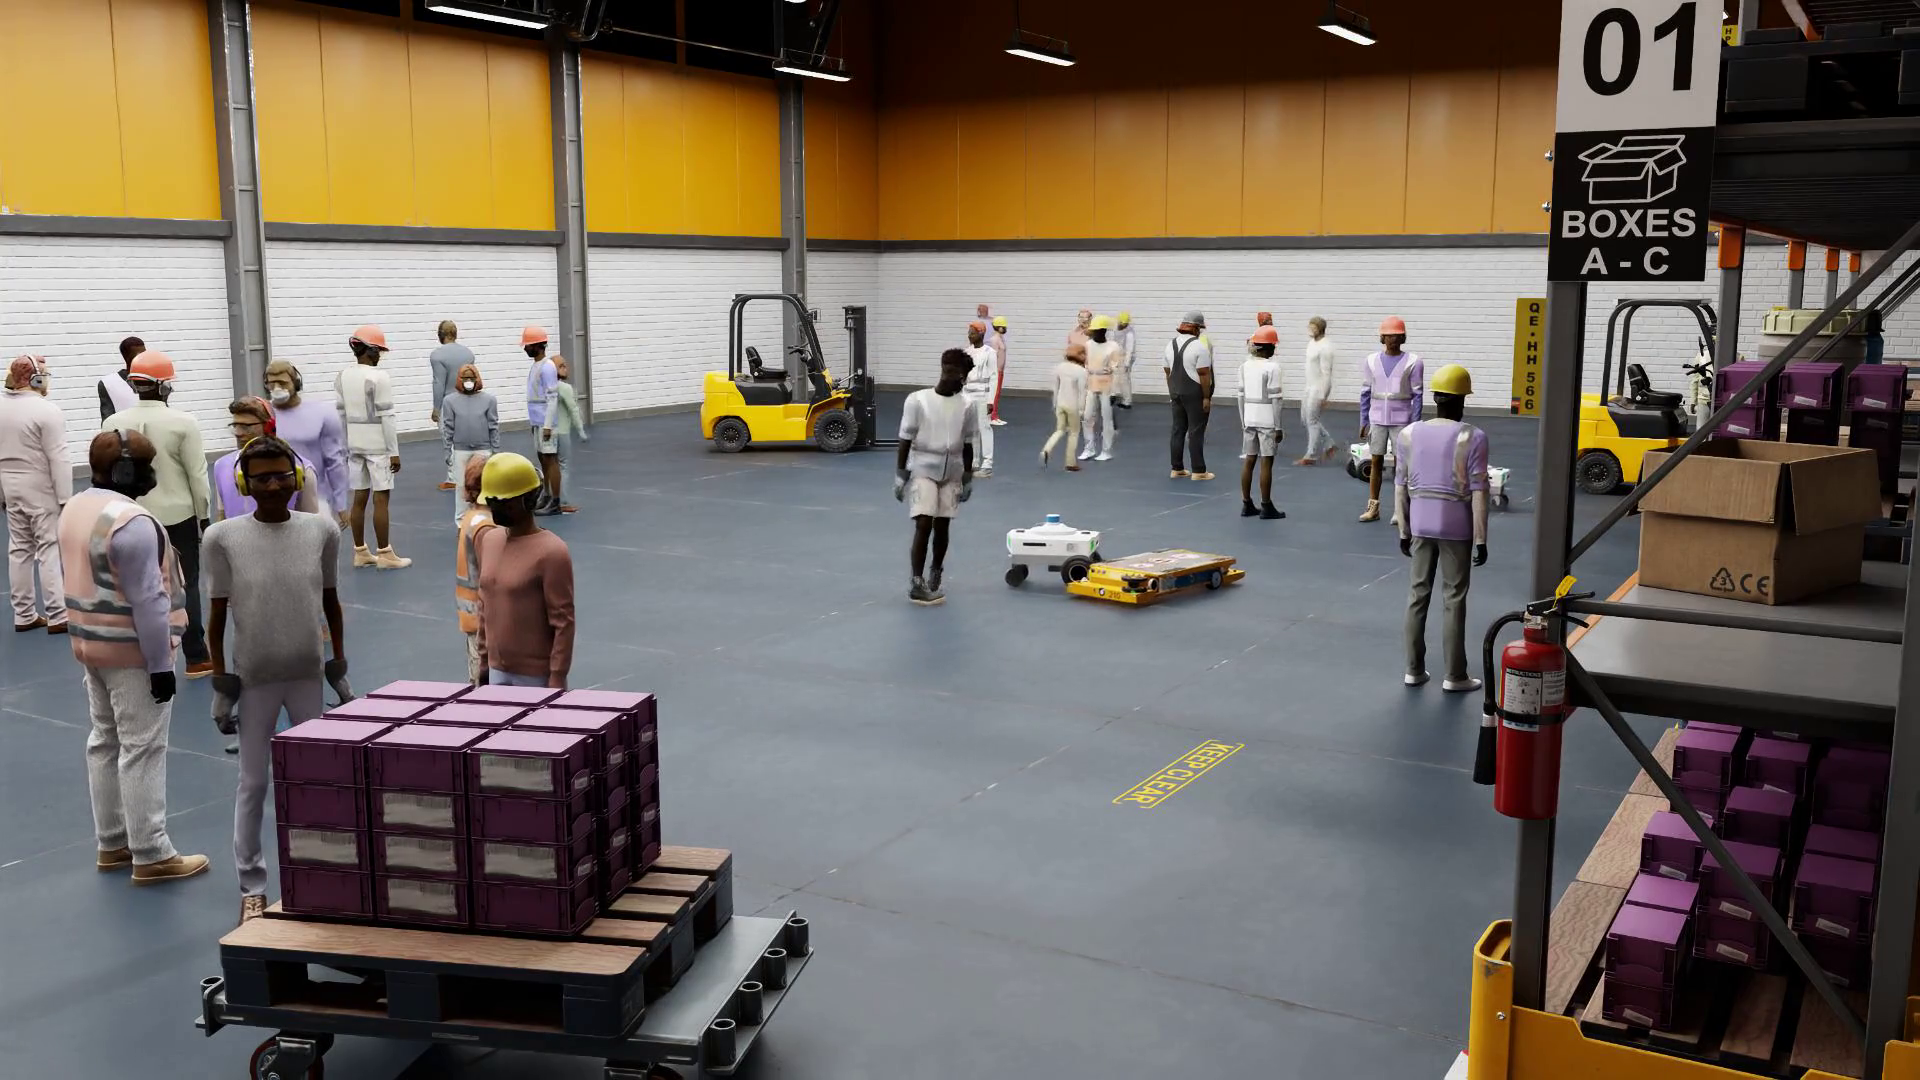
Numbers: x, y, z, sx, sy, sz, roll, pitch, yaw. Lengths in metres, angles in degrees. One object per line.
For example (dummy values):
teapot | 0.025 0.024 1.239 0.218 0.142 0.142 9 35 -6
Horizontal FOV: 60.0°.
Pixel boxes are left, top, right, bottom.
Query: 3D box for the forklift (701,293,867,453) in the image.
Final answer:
forklift | -2.458 -2.344 23.176 2.313 2.155 1.214 0 9 -2

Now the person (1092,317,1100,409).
person | 2.305 -3.213 30.142 0.533 1.697 0.322 6 11 33

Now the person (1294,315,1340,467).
person | 4.560 -1.891 21.167 0.549 1.932 0.661 -1 9 -5

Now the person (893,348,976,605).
person | -0.177 -0.493 12.547 0.681 1.907 0.680 -4 10 -24

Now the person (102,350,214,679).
person | -4.823 -0.144 10.057 0.611 1.996 0.378 0 9 0

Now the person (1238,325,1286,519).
person | 3.038 -1.179 16.696 0.360 1.939 0.543 -7 11 -37

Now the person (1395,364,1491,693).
person | 2.842 -0.067 9.791 0.585 1.927 0.366 8 12 42

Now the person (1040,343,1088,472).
person | 1.288 -1.616 20.432 0.584 1.605 0.555 -9 12 -43

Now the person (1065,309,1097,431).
person | 1.925 -2.645 25.935 0.642 1.913 0.409 5 10 28

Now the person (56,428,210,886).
person | -3.353 0.466 6.738 0.634 1.839 0.429 7 12 38

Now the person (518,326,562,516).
person | -4.258 -1.205 16.891 0.374 1.930 0.542 -5 10 -27

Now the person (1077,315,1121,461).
person | 1.774 -1.965 21.671 0.614 1.909 0.627 8 12 42

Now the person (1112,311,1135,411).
person | 2.939 -3.219 29.922 0.450 1.782 0.716 -2 9 -15

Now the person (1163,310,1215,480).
person | 2.783 -1.739 19.876 0.537 2.000 0.679 -7 11 -37

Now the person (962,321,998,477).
person | 0.215 -1.701 20.125 0.347 1.882 0.584 -7 12 -38

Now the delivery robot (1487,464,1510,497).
delivery robot | 5.368 -0.647 17.389 0.707 0.478 0.477 4 10 24

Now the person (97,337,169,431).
person | -7.054 -0.782 14.284 0.390 1.919 0.591 7 11 37

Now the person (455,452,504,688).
person | -2.165 0.414 7.690 0.310 1.638 0.522 -4 10 -21

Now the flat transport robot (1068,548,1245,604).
flat transport robot | 1.541 0.262 12.891 0.652 0.197 1.431 8 12 42

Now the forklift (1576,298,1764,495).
forklift | 7.954 -1.589 18.462 2.313 2.155 1.214 5 11 30

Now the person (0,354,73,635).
person | -6.292 -0.309 11.370 0.644 1.907 0.400 4 10 21

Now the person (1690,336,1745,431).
person | 9.238 -1.707 20.322 0.600 1.832 0.404 4 10 24

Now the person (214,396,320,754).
person | -3.519 0.181 8.498 0.570 1.843 0.372 2 9 13

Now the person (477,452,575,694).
person | -1.749 0.524 6.633 0.522 1.761 0.322 6 11 35

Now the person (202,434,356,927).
person | -2.545 0.528 6.258 0.512 1.872 0.330 -6 11 -34

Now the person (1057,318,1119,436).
person | 1.978 -2.434 25.020 0.995 1.786 0.517 -3 10 -20

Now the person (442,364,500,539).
person | -4.530 -0.821 15.435 0.501 1.626 0.278 -2 9 -15

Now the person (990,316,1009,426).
person | 0.631 -2.739 26.971 0.331 1.768 0.526 2 9 13

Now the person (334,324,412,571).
person | -4.866 -0.760 13.781 0.605 2.036 0.389 5 10 28

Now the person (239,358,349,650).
person | -4.288 -0.208 10.690 0.655 1.918 0.501 -2 9 -11

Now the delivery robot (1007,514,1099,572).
delivery robot | 0.727 0.042 13.093 0.707 0.478 0.477 2 9 10

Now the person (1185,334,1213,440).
person | 3.391 -2.340 24.302 0.621 1.823 0.431 -3 10 -19

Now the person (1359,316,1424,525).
person | 4.210 -1.170 16.309 0.615 2.043 0.372 6 11 32

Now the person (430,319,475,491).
person | -5.739 -1.520 18.828 0.353 1.937 0.635 4 10 25

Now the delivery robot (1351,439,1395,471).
delivery robot | 5.024 -1.025 19.751 0.707 0.478 0.477 0 9 -2

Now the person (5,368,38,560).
person | -8.016 -0.699 14.317 0.319 1.740 0.488 -3 10 -19

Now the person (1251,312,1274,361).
person | 4.544 -2.497 25.090 0.337 1.882 0.585 0 9 -2

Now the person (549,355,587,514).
person | -4.104 -1.081 17.056 0.507 1.622 0.326 7 12 38

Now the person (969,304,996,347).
person | 0.418 -3.426 30.873 0.662 1.884 0.647 -4 10 -23

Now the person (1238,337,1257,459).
person | 3.977 -1.895 22.128 0.546 1.621 0.517 -3 10 -17
